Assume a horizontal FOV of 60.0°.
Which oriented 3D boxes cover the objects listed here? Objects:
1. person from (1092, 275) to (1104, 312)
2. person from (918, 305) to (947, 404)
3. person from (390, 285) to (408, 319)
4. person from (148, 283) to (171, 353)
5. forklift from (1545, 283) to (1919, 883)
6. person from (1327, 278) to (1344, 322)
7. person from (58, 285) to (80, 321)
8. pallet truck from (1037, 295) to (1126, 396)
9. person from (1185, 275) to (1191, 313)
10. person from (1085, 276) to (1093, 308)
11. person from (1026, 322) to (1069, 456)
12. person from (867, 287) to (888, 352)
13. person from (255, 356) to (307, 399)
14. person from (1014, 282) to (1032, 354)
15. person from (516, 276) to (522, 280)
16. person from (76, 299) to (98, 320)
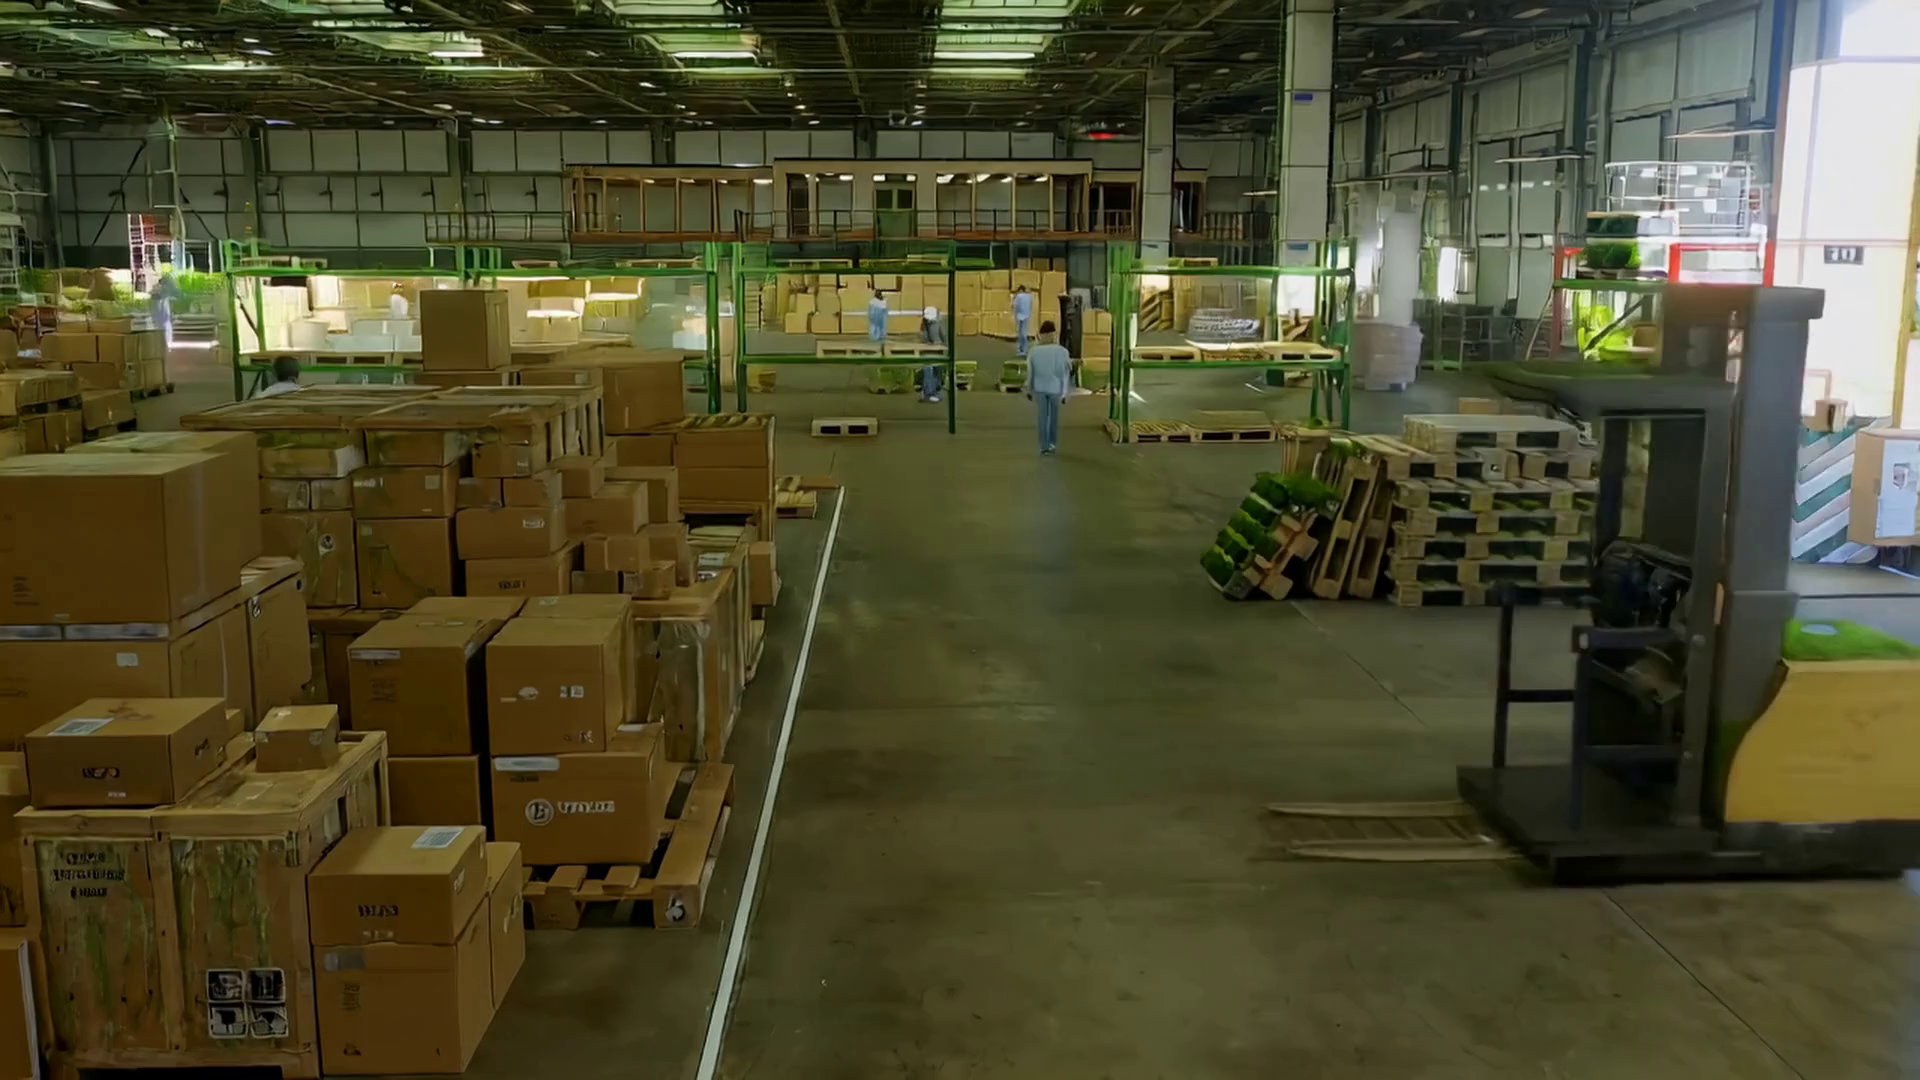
[{"bbox_3d":[4.888,-8.276,57.901,0.604,1.861,0.675,6,12,30],"label":"person"},{"bbox_3d":[-0.552,-3.475,31.226,0.633,1.845,0.429,-8,13,-39],"label":"person"},{"bbox_3d":[-16.768,-6.738,49.651,0.527,1.752,0.612,0,10,2],"label":"person"},{"bbox_3d":[-21.748,-6.015,45.172,0.555,1.920,0.572,1,10,5],"label":"person"},{"bbox_3d":[3.707,0.151,8.138,1.873,2.768,1.129,0,10,-2],"label":"forklift"},{"bbox_3d":[12.947,-8.210,57.757,0.976,1.789,0.640,6,12,31],"label":"person"},{"bbox_3d":[-23.745,-5.870,44.455,0.498,1.886,0.652,6,12,31],"label":"person"},{"bbox_3d":[2.483,-3.881,33.060,1.885,1.965,0.823,-7,13,-36],"label":"pallet truck"},{"bbox_3d":[9.694,-10.720,71.163,0.375,1.997,0.611,2,10,8],"label":"person"},{"bbox_3d":[4.782,-8.959,62.055,0.299,1.745,0.483,7,12,34],"label":"person"},{"bbox_3d":[1.254,-2.185,23.931,0.612,1.876,0.954,1,10,4],"label":"person"},{"bbox_3d":[-2.007,-5.297,41.159,0.628,1.915,0.721,-9,14,-41],"label":"person"},{"bbox_3d":[-6.649,-0.860,16.466,0.635,1.918,0.708,0,10,0],"label":"person"},{"bbox_3d":[1.688,-6.003,45.044,0.542,1.939,0.362,-7,12,-33],"label":"person"},{"bbox_3d":[-16.908,-9.331,63.972,0.522,1.792,0.949,-7,12,-33],"label":"person"},{"bbox_3d":[-18.360,-4.161,35.124,0.962,1.821,0.540,6,12,31],"label":"person"}]
